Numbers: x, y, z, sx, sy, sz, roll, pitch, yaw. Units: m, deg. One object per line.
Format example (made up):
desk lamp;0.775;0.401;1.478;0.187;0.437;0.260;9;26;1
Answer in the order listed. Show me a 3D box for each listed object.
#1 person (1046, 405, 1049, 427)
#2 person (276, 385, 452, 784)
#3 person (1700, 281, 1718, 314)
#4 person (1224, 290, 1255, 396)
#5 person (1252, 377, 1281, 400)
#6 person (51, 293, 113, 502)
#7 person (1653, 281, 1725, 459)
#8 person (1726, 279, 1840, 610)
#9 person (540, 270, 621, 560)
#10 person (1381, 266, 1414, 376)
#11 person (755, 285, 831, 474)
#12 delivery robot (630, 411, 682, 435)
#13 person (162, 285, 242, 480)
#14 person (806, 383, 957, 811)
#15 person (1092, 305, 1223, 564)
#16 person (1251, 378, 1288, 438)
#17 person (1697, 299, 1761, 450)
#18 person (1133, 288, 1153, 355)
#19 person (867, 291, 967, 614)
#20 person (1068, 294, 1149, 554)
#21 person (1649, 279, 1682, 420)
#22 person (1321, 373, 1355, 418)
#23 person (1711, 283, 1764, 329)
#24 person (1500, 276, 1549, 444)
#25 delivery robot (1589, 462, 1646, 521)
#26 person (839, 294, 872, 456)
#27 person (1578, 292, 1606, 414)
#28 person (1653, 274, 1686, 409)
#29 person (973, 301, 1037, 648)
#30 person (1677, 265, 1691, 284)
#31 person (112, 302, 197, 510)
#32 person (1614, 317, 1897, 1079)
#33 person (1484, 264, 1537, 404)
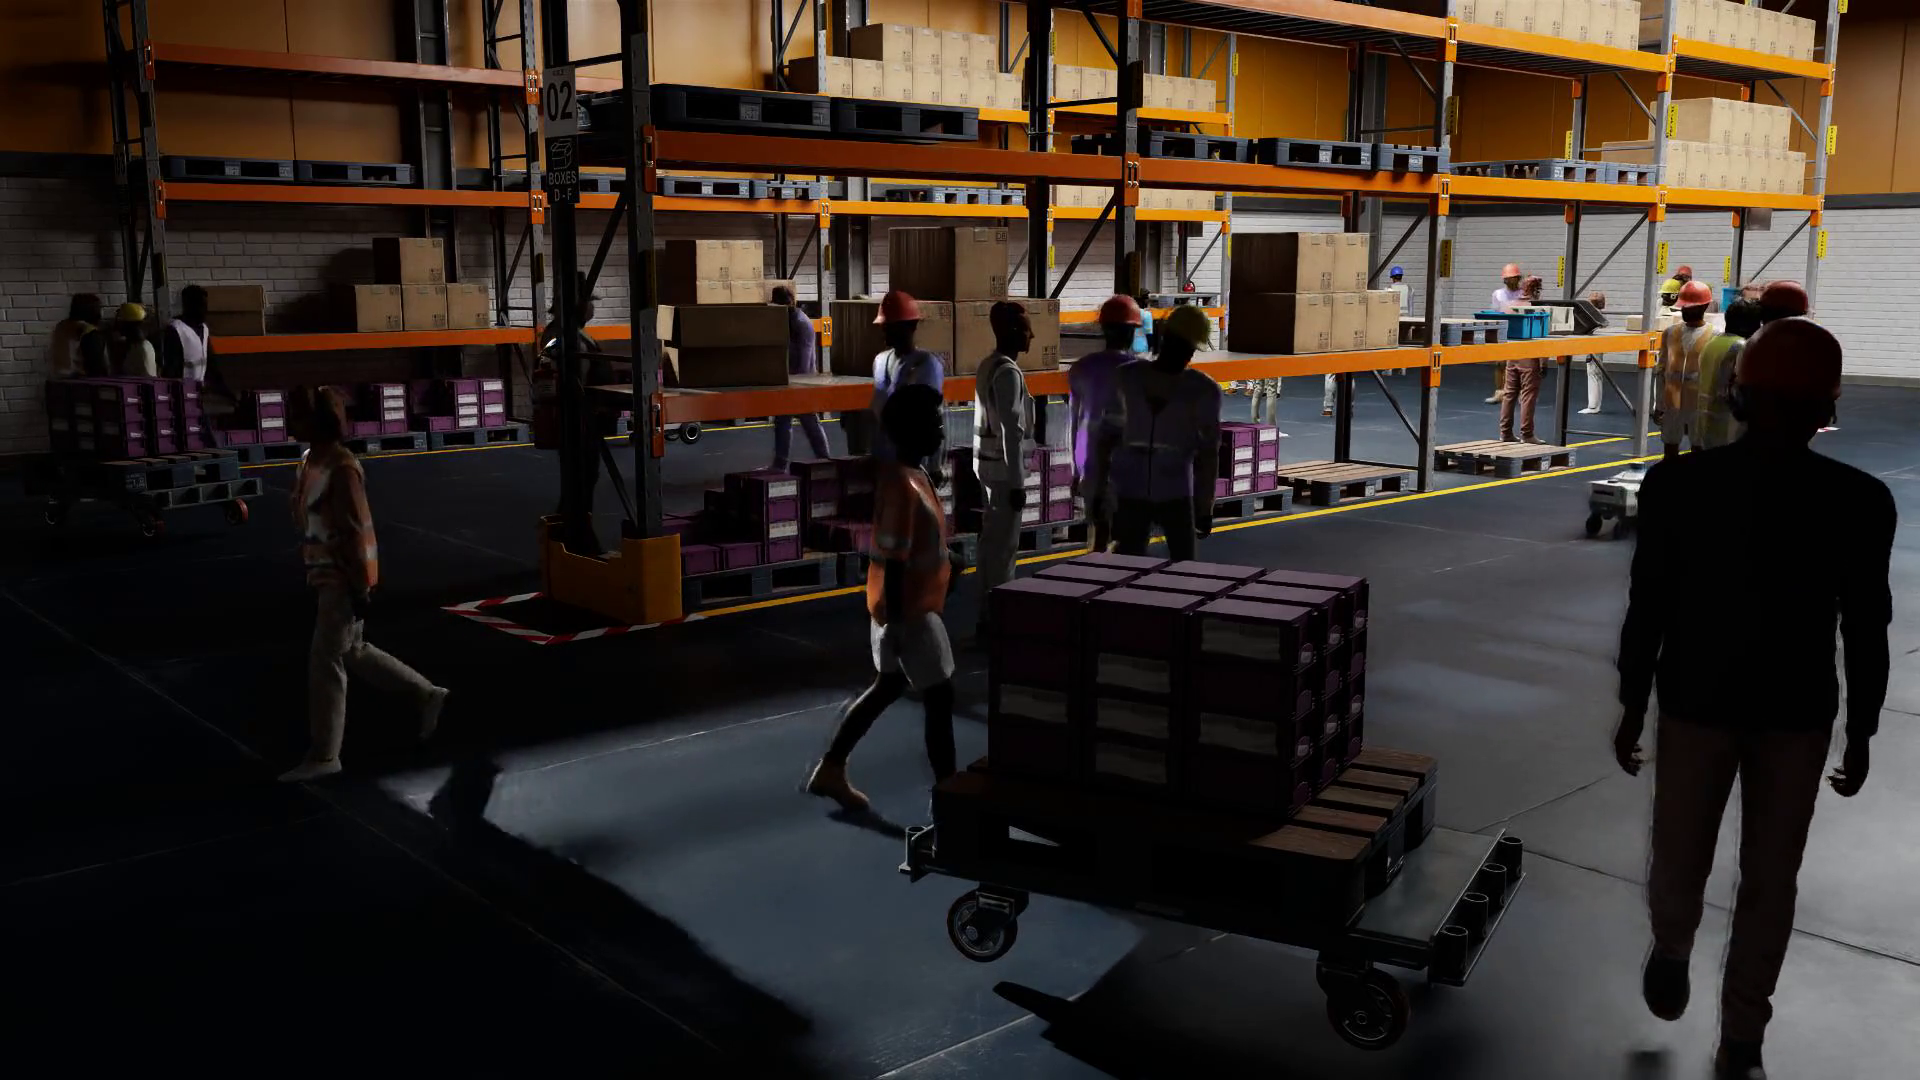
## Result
person;0.677;-1.472;16.407;0.501;1.613;0.352;7;12;34
person;-2.485;0.160;6.867;0.707;1.616;0.526;-7;12;-35
person;12.220;-3.367;27.171;0.535;1.726;0.837;-3;10;-16
person;4.307;-3.155;25.307;0.638;1.938;0.356;6;11;32
person;4.576;-2.987;24.676;0.404;1.826;0.591;-8;12;-39
person;-7.522;-1.201;14.239;0.692;1.815;0.502;7;12;34
person;5.750;-1.072;13.141;0.542;1.931;0.375;9;13;43
person;4.794;-0.550;9.930;1.045;1.995;0.629;1;10;4
person;-2.571;-0.820;11.341;0.535;2.000;0.691;-1;10;-7
person;7.770;-3.889;29.604;0.601;1.941;0.395;-2;10;-10
person;-1.608;-1.497;15.892;0.558;1.858;0.804;-5;11;-25
delivery robot;-3.363;-1.396;18.782;0.707;0.478;0.477;-8;13;-39
person;-6.711;-1.303;14.679;0.996;1.854;0.625;-1;10;-3
person;-0.241;0.251;6.236;0.774;1.681;0.538;0;10;0
person;1.007;-0.232;8.378;0.694;1.882;0.377;3;10;17
person;3.615;-2.120;19.465;0.329;1.867;0.508;-7;12;-36
person;5.278;-0.722;11.388;0.429;1.836;0.631;0;10;-2
person;2.423;-2.548;22.453;0.317;1.697;0.540;-6;12;-33
person;-0.294;-0.517;9.919;0.569;1.921;0.550;-8;13;-39
person;0.831;-0.423;9.393;0.548;1.915;0.634;6;11;30
person;9.189;-2.457;21.545;0.404;1.829;0.591;-2;10;-10
person;4.988;-2.565;21.859;0.632;1.940;0.372;0;10;3
person;7.093;-1.361;14.988;0.668;1.865;0.935;1;10;7
person;6.417;-2.028;18.835;0.403;1.900;0.645;-6;11;-32
delivery robot;5.152;-0.355;12.687;0.707;0.478;0.477;-5;11;-28
person;-0.744;-1.066;13.425;0.475;1.822;0.592;-9;14;-44
person;8.552;-2.513;22.433;0.307;1.636;0.525;6;11;31
person;9.872;-2.735;23.038;0.513;1.876;0.328;1;10;8
person;0.245;-0.353;9.063;0.339;1.882;0.584;-2;10;-12
person;12.133;-3.640;28.041;0.615;1.979;0.705;3;10;18
person;-6.778;-1.121;13.961;0.630;1.745;0.534;-6;12;-33
person;2.005;0.422;4.237;0.630;1.977;0.507;3;10;17
person;7.941;-2.918;23.773;0.739;2.019;0.519;6;11;31
